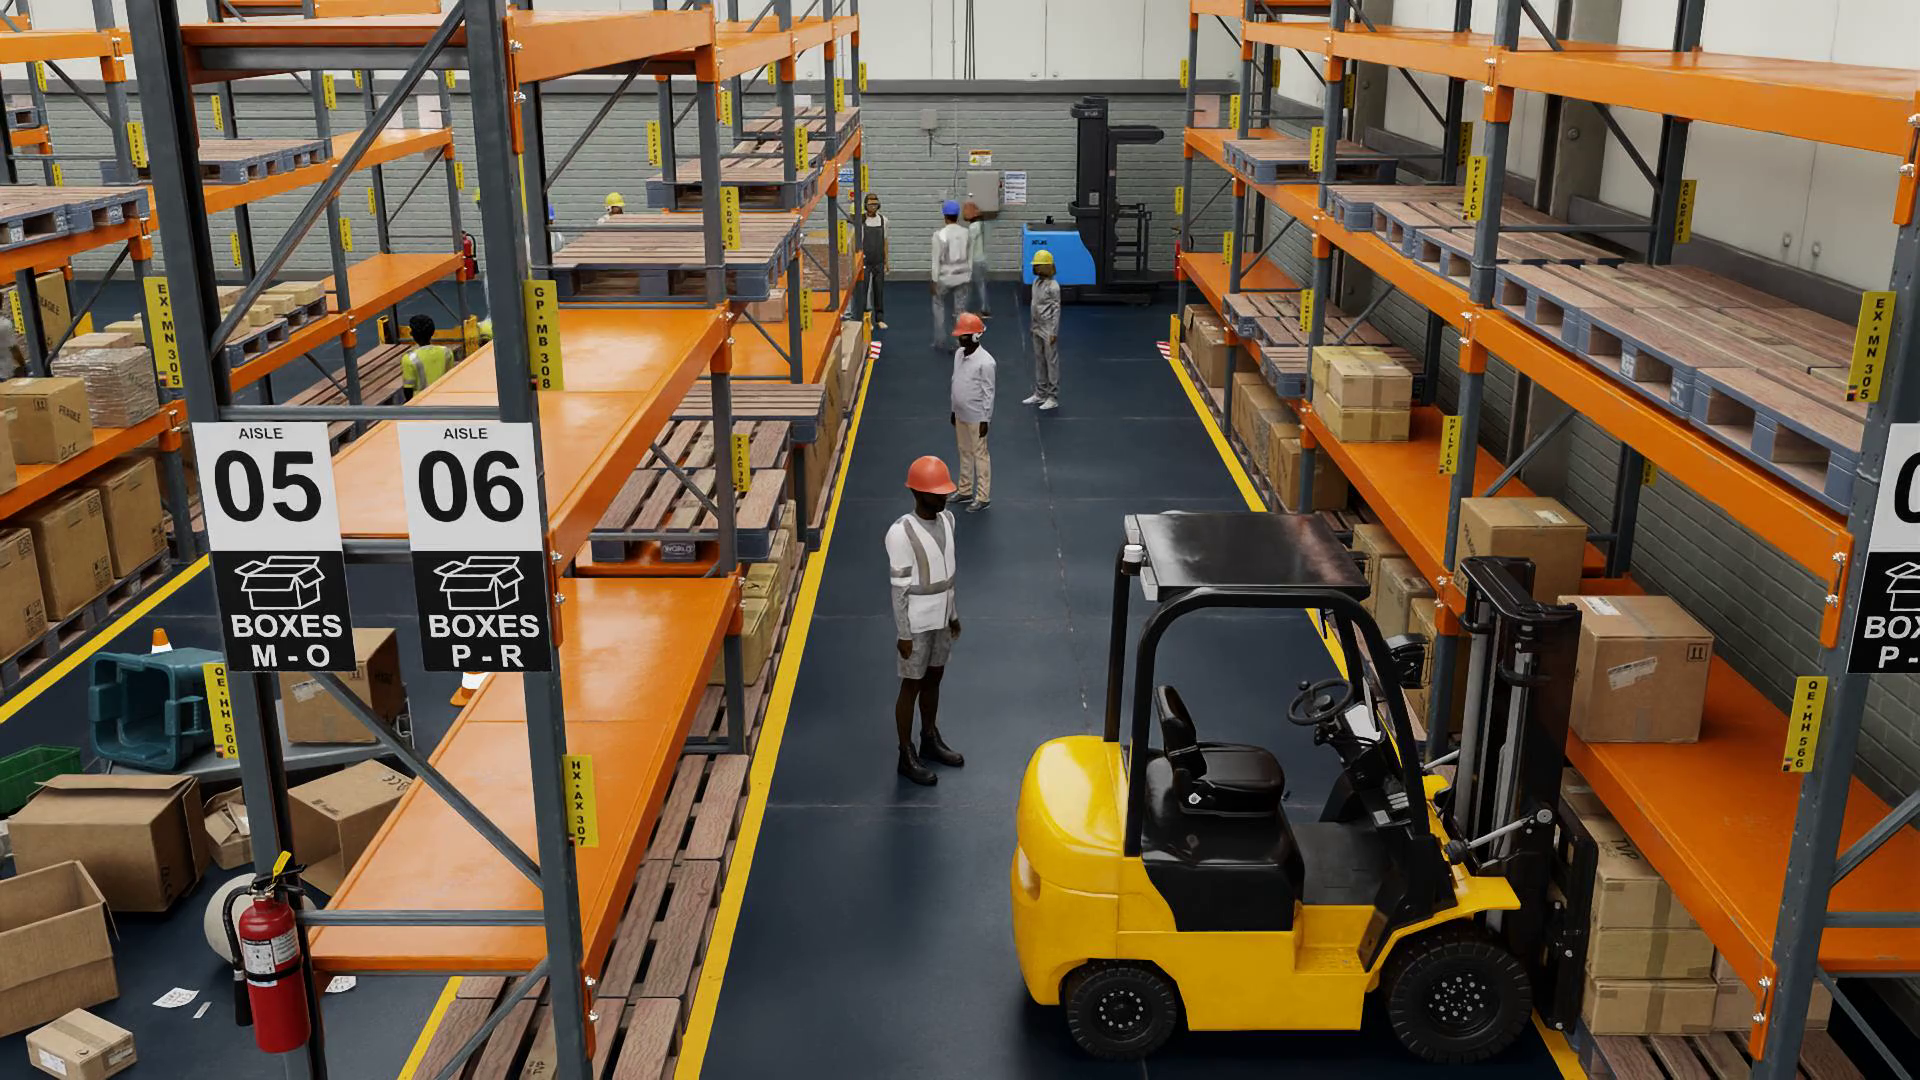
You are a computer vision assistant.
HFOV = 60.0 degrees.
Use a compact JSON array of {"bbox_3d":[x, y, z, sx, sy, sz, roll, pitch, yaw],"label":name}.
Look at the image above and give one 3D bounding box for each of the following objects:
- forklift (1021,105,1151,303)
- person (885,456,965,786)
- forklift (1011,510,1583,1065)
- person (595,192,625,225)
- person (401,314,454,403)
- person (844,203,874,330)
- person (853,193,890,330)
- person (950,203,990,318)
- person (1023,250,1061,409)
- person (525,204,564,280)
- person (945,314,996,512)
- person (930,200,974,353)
[{"bbox_3d":[1.857,-4.944,24.441,1.873,2.768,1.129,0,18,0],"label":"forklift"},{"bbox_3d":[-0.180,0.449,9.612,0.357,1.938,0.542,12,22,33],"label":"person"},{"bbox_3d":[1.387,1.055,7.378,2.313,2.155,1.214,0,18,0],"label":"forklift"},{"bbox_3d":[-4.654,-3.793,22.599,0.404,1.835,0.586,10,21,27],"label":"person"},{"bbox_3d":[-4.740,-1.180,14.922,0.320,1.693,0.534,13,23,35],"label":"person"},{"bbox_3d":[-1.366,-3.690,22.449,0.488,1.736,0.321,-3,19,-9],"label":"person"},{"bbox_3d":[-1.185,-3.746,22.443,0.506,1.846,0.345,-8,20,-24],"label":"person"},{"bbox_3d":[0.121,-3.901,23.286,0.687,1.597,0.497,0,18,0],"label":"person"},{"bbox_3d":[0.915,-2.311,18.259,0.312,1.744,0.487,-10,21,-27],"label":"person"},{"bbox_3d":[-5.081,-3.176,20.555,0.388,1.948,0.605,12,22,31],"label":"person"},{"bbox_3d":[0.085,-1.127,14.665,0.328,1.752,0.563,-13,22,-33],"label":"person"},{"bbox_3d":[-0.139,-3.320,21.033,0.642,1.919,0.745,-10,21,-29],"label":"person"}]
